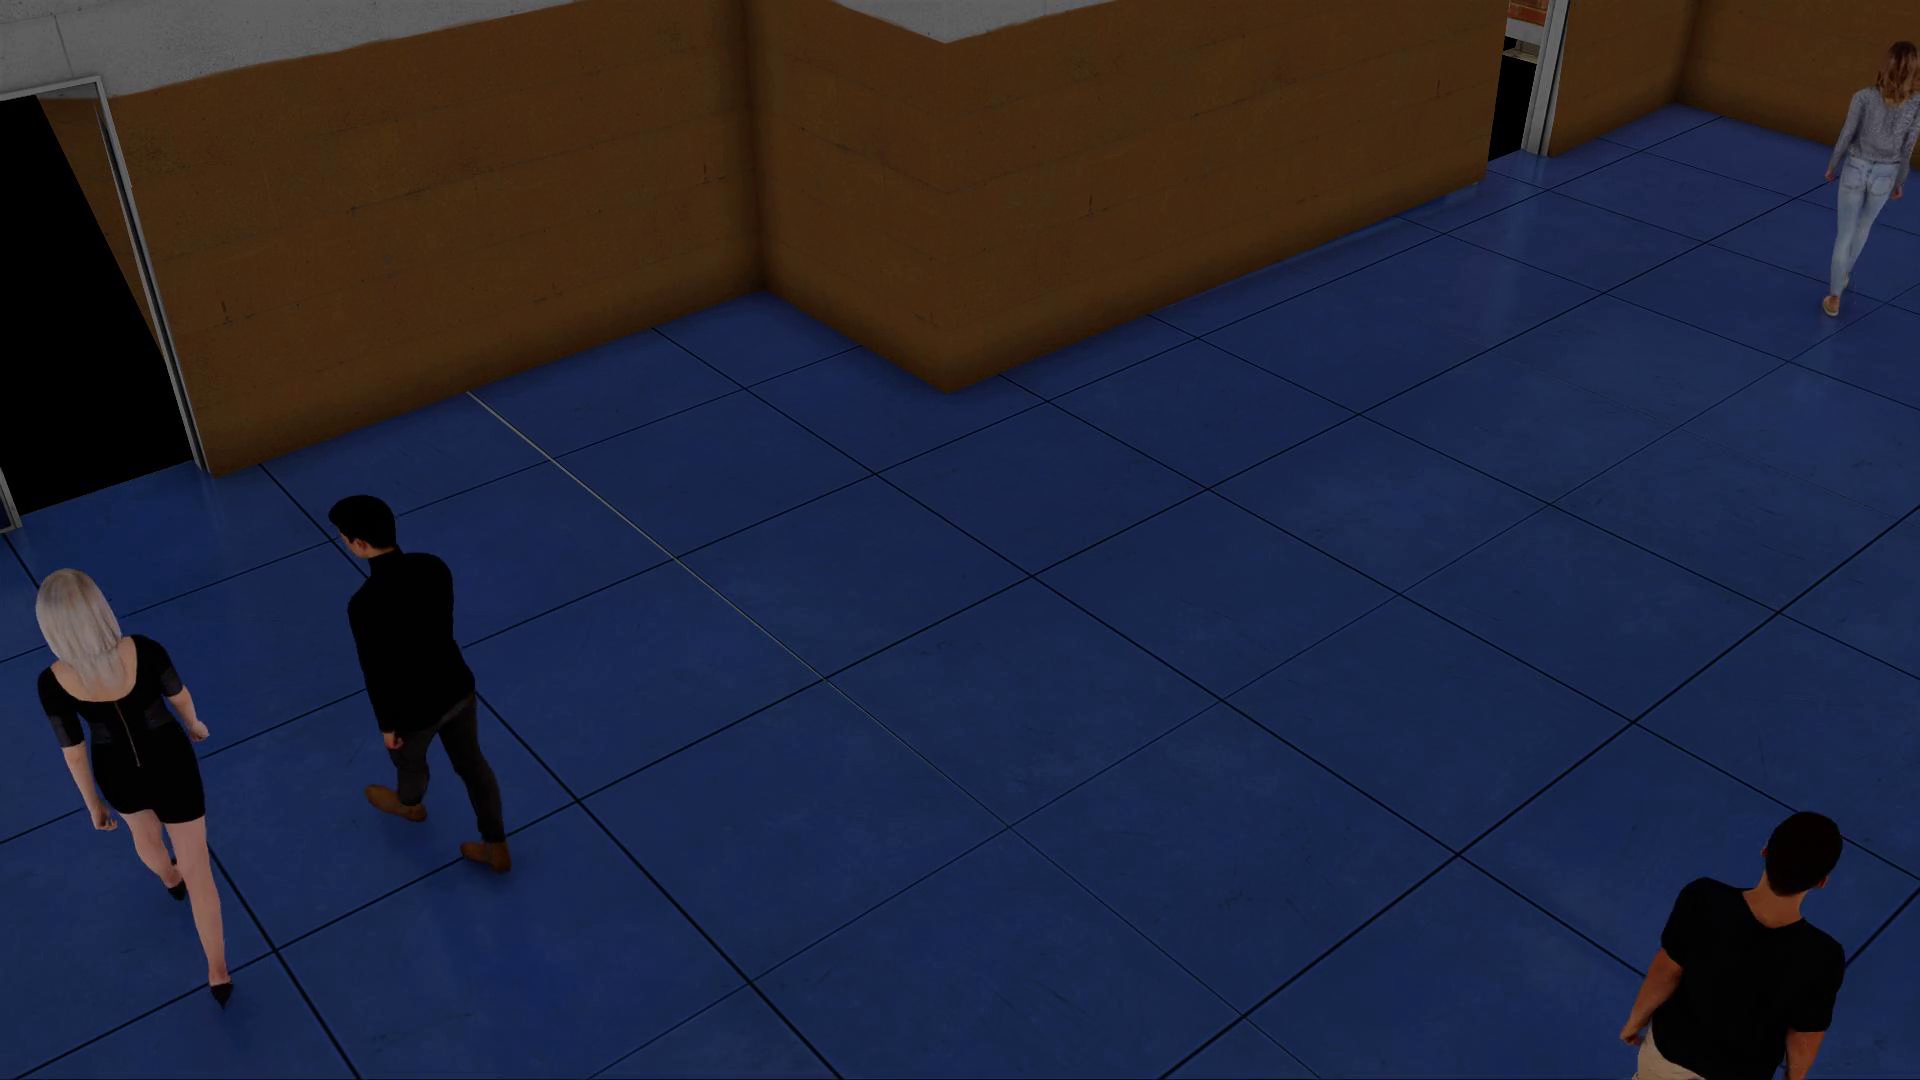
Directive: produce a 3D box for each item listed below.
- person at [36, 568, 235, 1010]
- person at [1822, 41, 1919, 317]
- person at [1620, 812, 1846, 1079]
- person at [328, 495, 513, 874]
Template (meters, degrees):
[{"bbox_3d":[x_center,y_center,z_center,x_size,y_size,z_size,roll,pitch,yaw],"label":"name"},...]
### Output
[{"bbox_3d":[-2.872,0.918,5.947,0.797,1.779,1.223,-16,37,-22],"label":"person"},{"bbox_3d":[5.885,-2.293,10.782,0.915,1.771,0.913,12,35,17],"label":"person"},{"bbox_3d":[2.191,1.559,4.905,0.711,1.842,0.797,22,40,30],"label":"person"},{"bbox_3d":[-2.024,0.618,6.487,1.105,1.681,0.831,20,38,27],"label":"person"}]
